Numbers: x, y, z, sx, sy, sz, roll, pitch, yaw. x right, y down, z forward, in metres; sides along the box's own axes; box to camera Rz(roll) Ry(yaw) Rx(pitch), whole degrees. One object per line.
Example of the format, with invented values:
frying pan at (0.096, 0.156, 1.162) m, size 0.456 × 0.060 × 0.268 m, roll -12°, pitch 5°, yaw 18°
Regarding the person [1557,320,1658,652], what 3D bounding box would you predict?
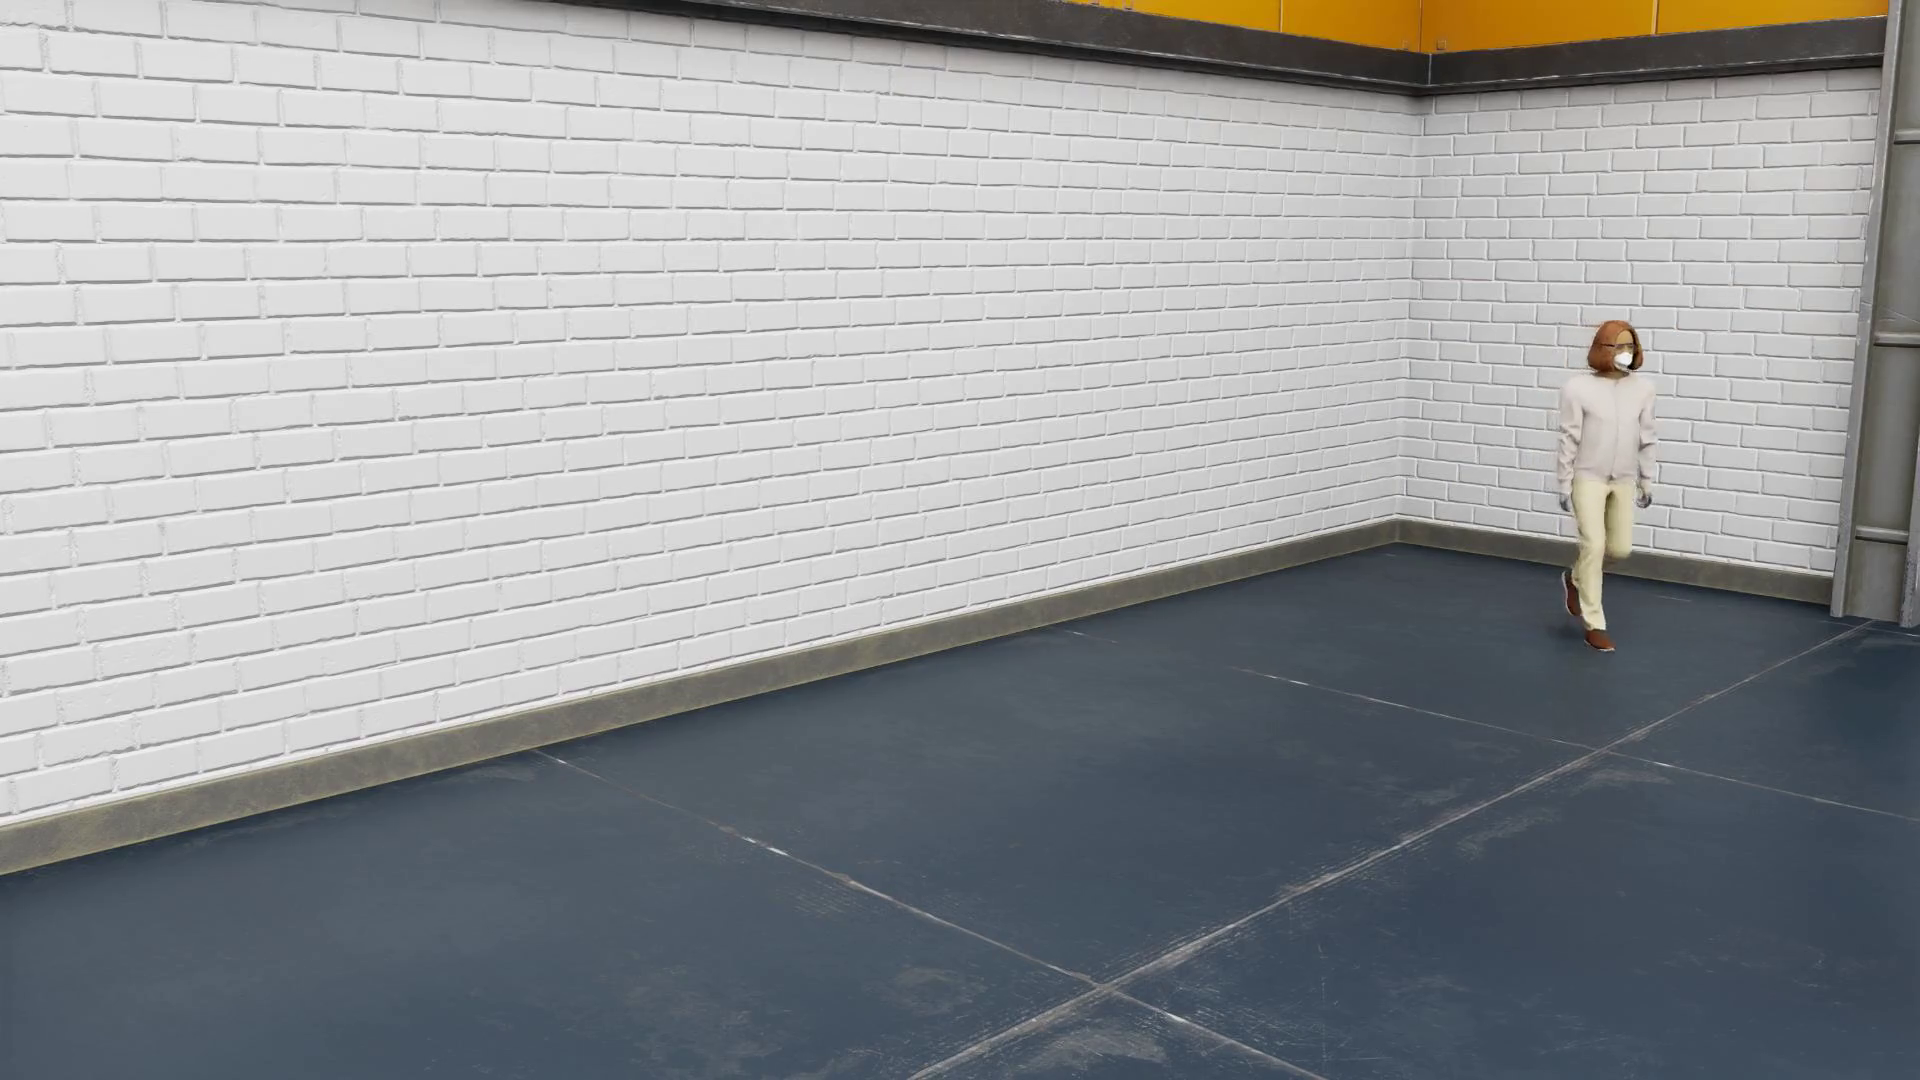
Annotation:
person at (3.183, -0.295, 8.302) m, size 0.499 × 1.619 × 0.617 m, roll -1°, pitch 10°, yaw -7°
